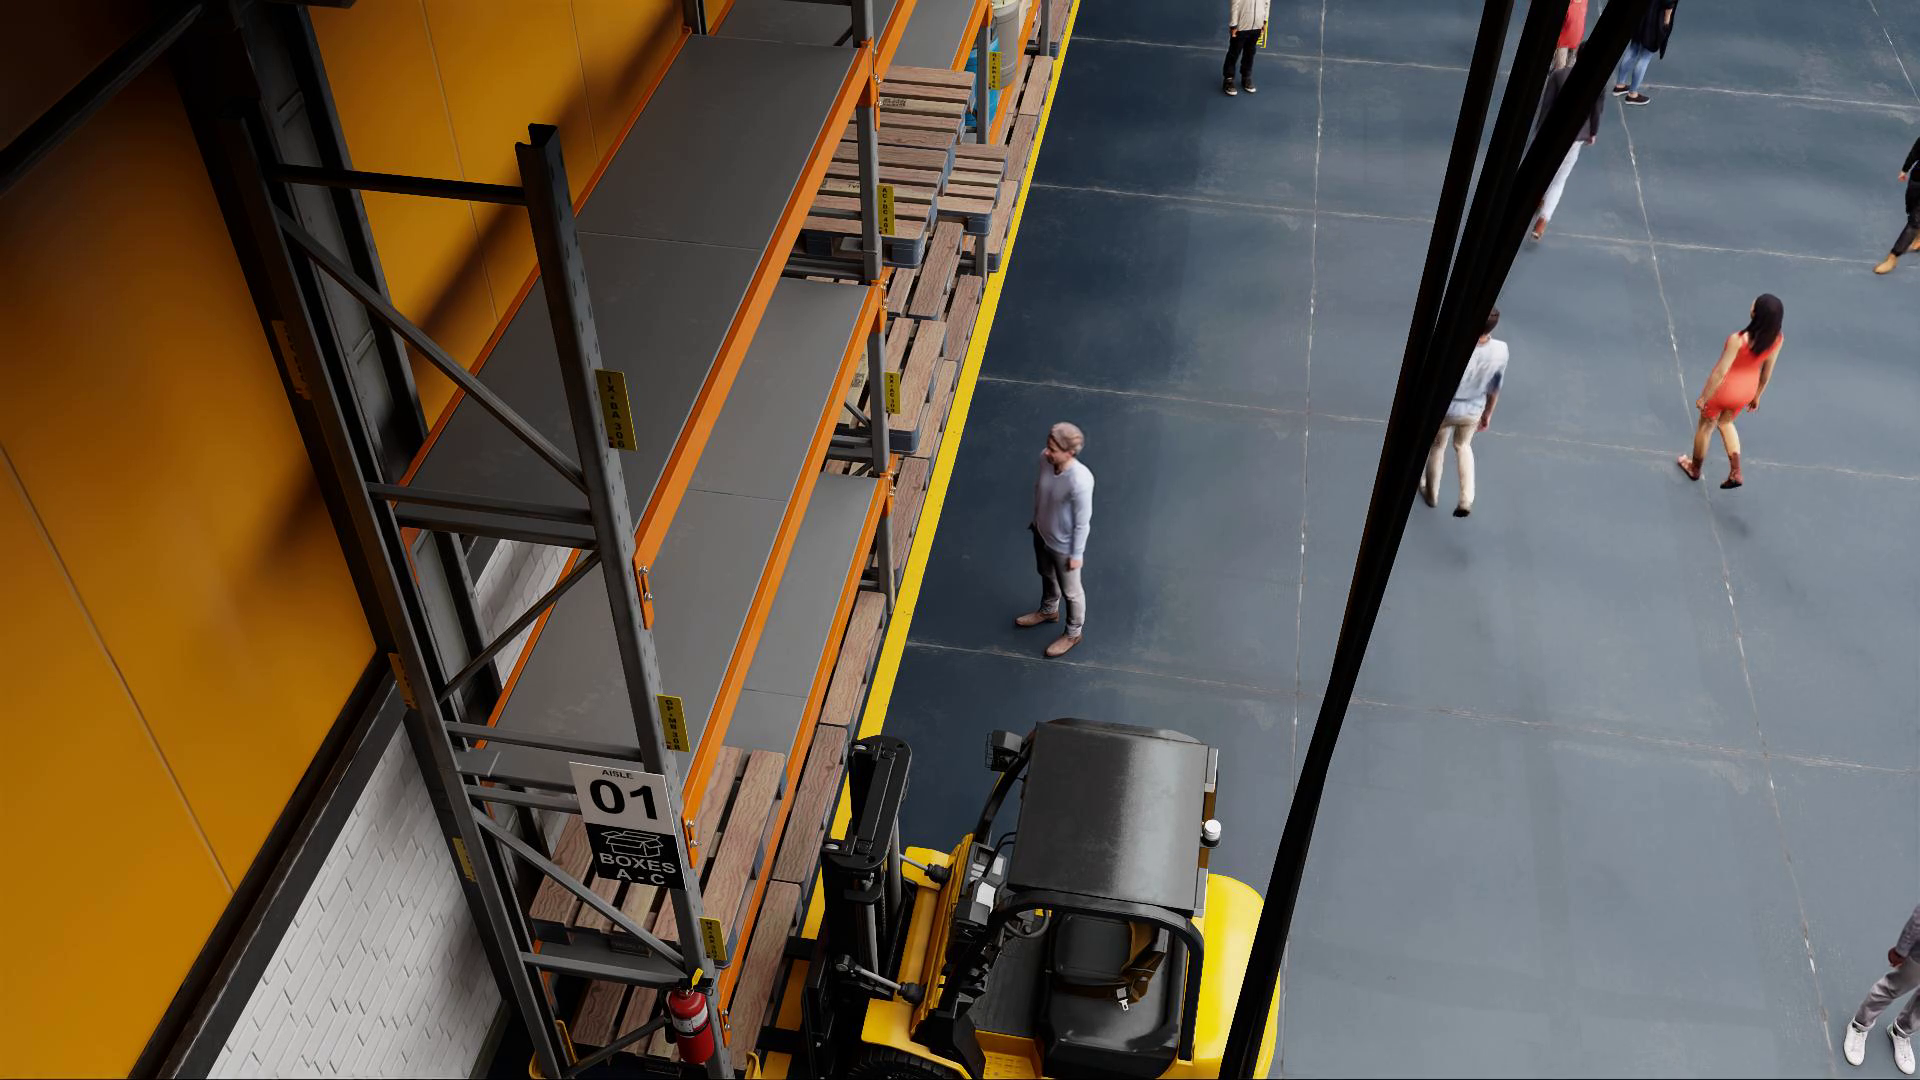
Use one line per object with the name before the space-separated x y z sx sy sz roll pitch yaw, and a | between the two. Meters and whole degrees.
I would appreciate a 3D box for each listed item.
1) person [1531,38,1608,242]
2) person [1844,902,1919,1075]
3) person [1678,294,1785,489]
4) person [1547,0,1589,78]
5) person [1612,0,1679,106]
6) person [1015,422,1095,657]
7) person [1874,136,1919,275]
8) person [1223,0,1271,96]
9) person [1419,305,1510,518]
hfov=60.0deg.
person | 5.270 -3.487 14.557 0.911 1.814 1.222 21 47 21
person | 5.123 2.133 8.639 0.683 1.839 0.545 9 44 9
person | 5.627 -1.018 12.043 0.786 1.706 0.933 -10 45 -10
person | 5.921 -4.926 16.367 0.777 1.400 0.844 -24 49 -23
person | 6.799 -5.123 16.369 0.776 1.683 0.653 -12 45 -12
person | 0.655 -0.026 10.867 0.809 1.892 0.735 -23 48 -22
person | 8.399 -3.137 14.267 1.116 1.706 1.094 -23 48 -22
person | 2.859 -5.165 16.580 0.648 1.452 0.664 -15 46 -15
person | 3.559 -0.872 11.797 0.784 1.834 0.953 -3 44 -3
